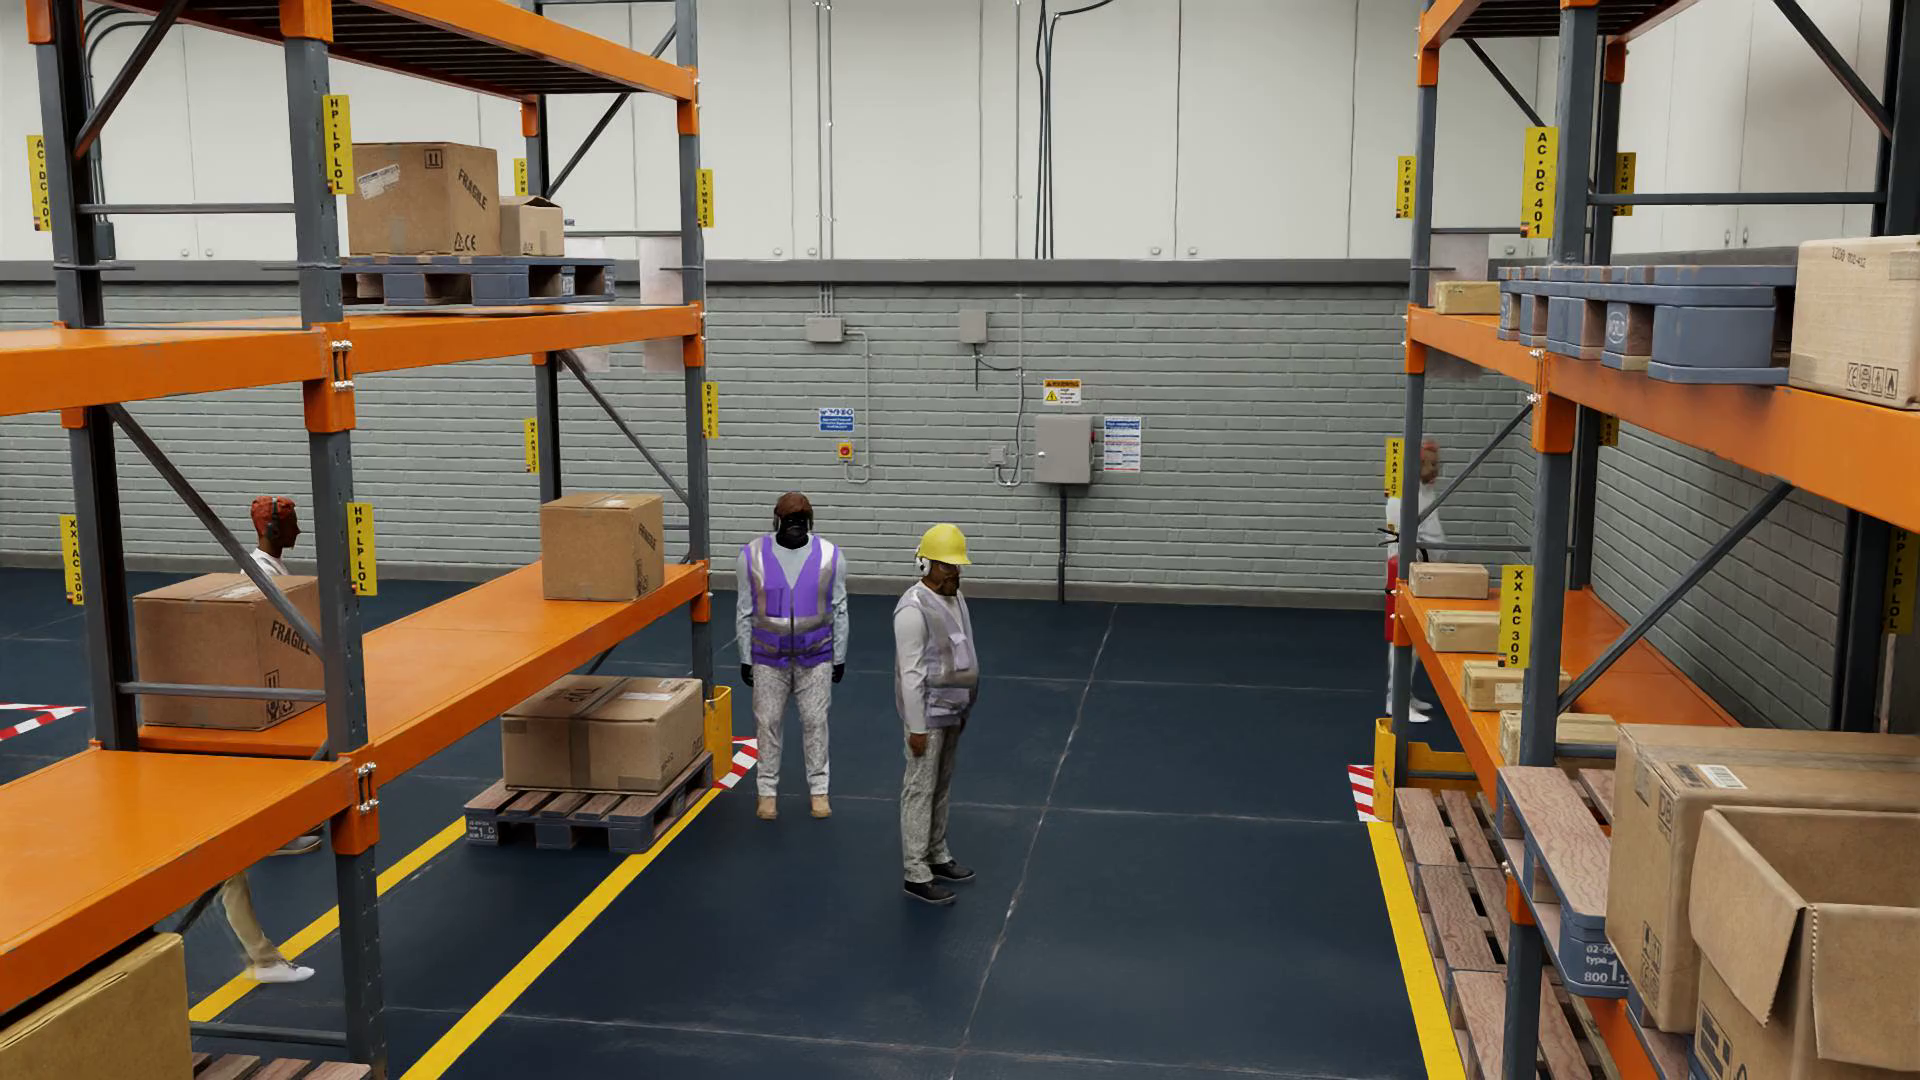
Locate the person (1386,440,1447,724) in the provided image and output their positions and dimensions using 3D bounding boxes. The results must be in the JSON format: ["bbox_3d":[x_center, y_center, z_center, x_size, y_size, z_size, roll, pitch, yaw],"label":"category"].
[{"bbox_3d":[3.087,0.271,11.284,0.397,1.901,0.686,3,10,15],"label":"person"}]

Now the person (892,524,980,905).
[{"bbox_3d":[-0.105,0.824,8.071,0.404,1.828,0.592,4,10,21],"label":"person"}]

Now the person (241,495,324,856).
[{"bbox_3d":[-3.567,0.700,8.683,0.359,1.880,0.575,-4,10,-21],"label":"person"}]

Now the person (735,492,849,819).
[{"bbox_3d":[-0.922,0.642,9.192,0.624,1.839,0.430,-1,9,-6],"label":"person"}]
